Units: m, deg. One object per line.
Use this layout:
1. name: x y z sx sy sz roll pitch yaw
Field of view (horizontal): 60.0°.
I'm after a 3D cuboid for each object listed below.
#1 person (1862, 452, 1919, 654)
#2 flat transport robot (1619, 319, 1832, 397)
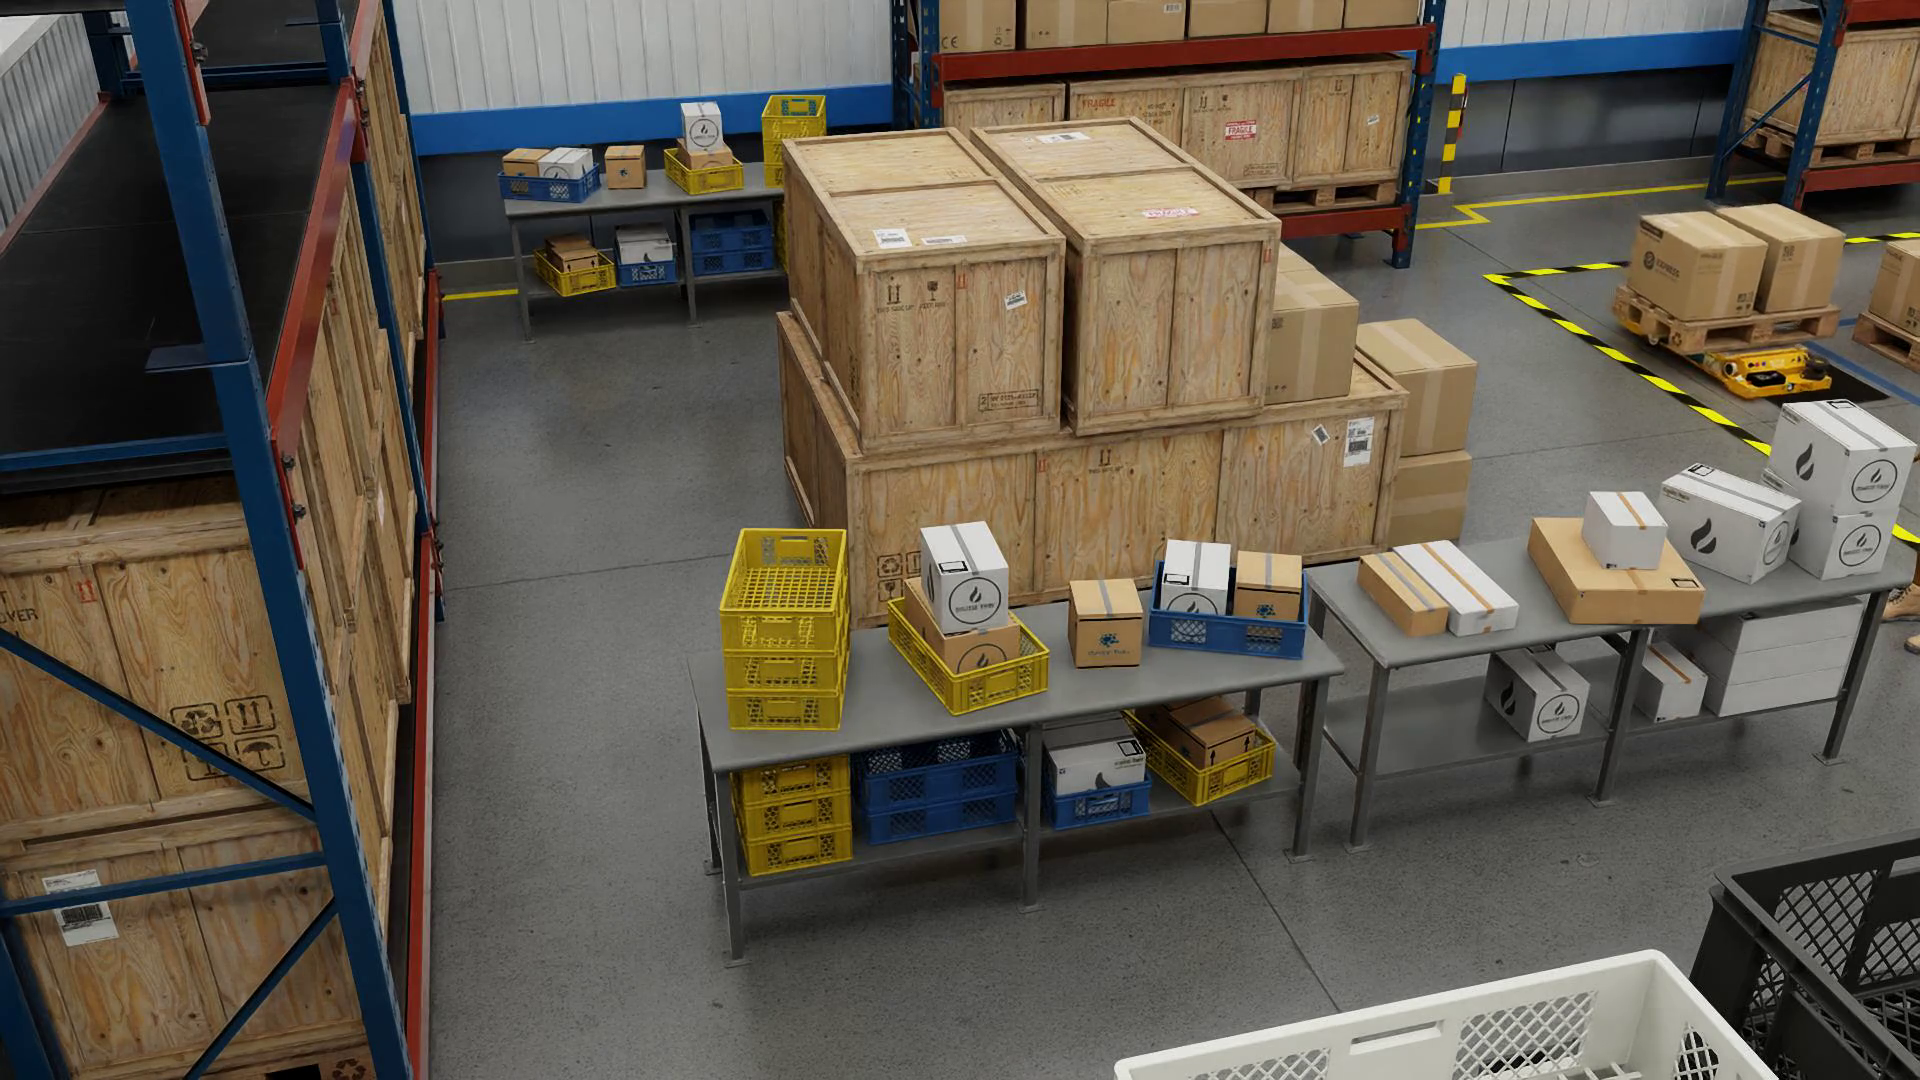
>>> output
1. person: 4.859 -0.393 8.002 0.392 2.033 0.613 -5 29 -10
2. flat transport robot: 5.314 -1.380 11.592 0.652 0.197 1.431 -7 30 -13
